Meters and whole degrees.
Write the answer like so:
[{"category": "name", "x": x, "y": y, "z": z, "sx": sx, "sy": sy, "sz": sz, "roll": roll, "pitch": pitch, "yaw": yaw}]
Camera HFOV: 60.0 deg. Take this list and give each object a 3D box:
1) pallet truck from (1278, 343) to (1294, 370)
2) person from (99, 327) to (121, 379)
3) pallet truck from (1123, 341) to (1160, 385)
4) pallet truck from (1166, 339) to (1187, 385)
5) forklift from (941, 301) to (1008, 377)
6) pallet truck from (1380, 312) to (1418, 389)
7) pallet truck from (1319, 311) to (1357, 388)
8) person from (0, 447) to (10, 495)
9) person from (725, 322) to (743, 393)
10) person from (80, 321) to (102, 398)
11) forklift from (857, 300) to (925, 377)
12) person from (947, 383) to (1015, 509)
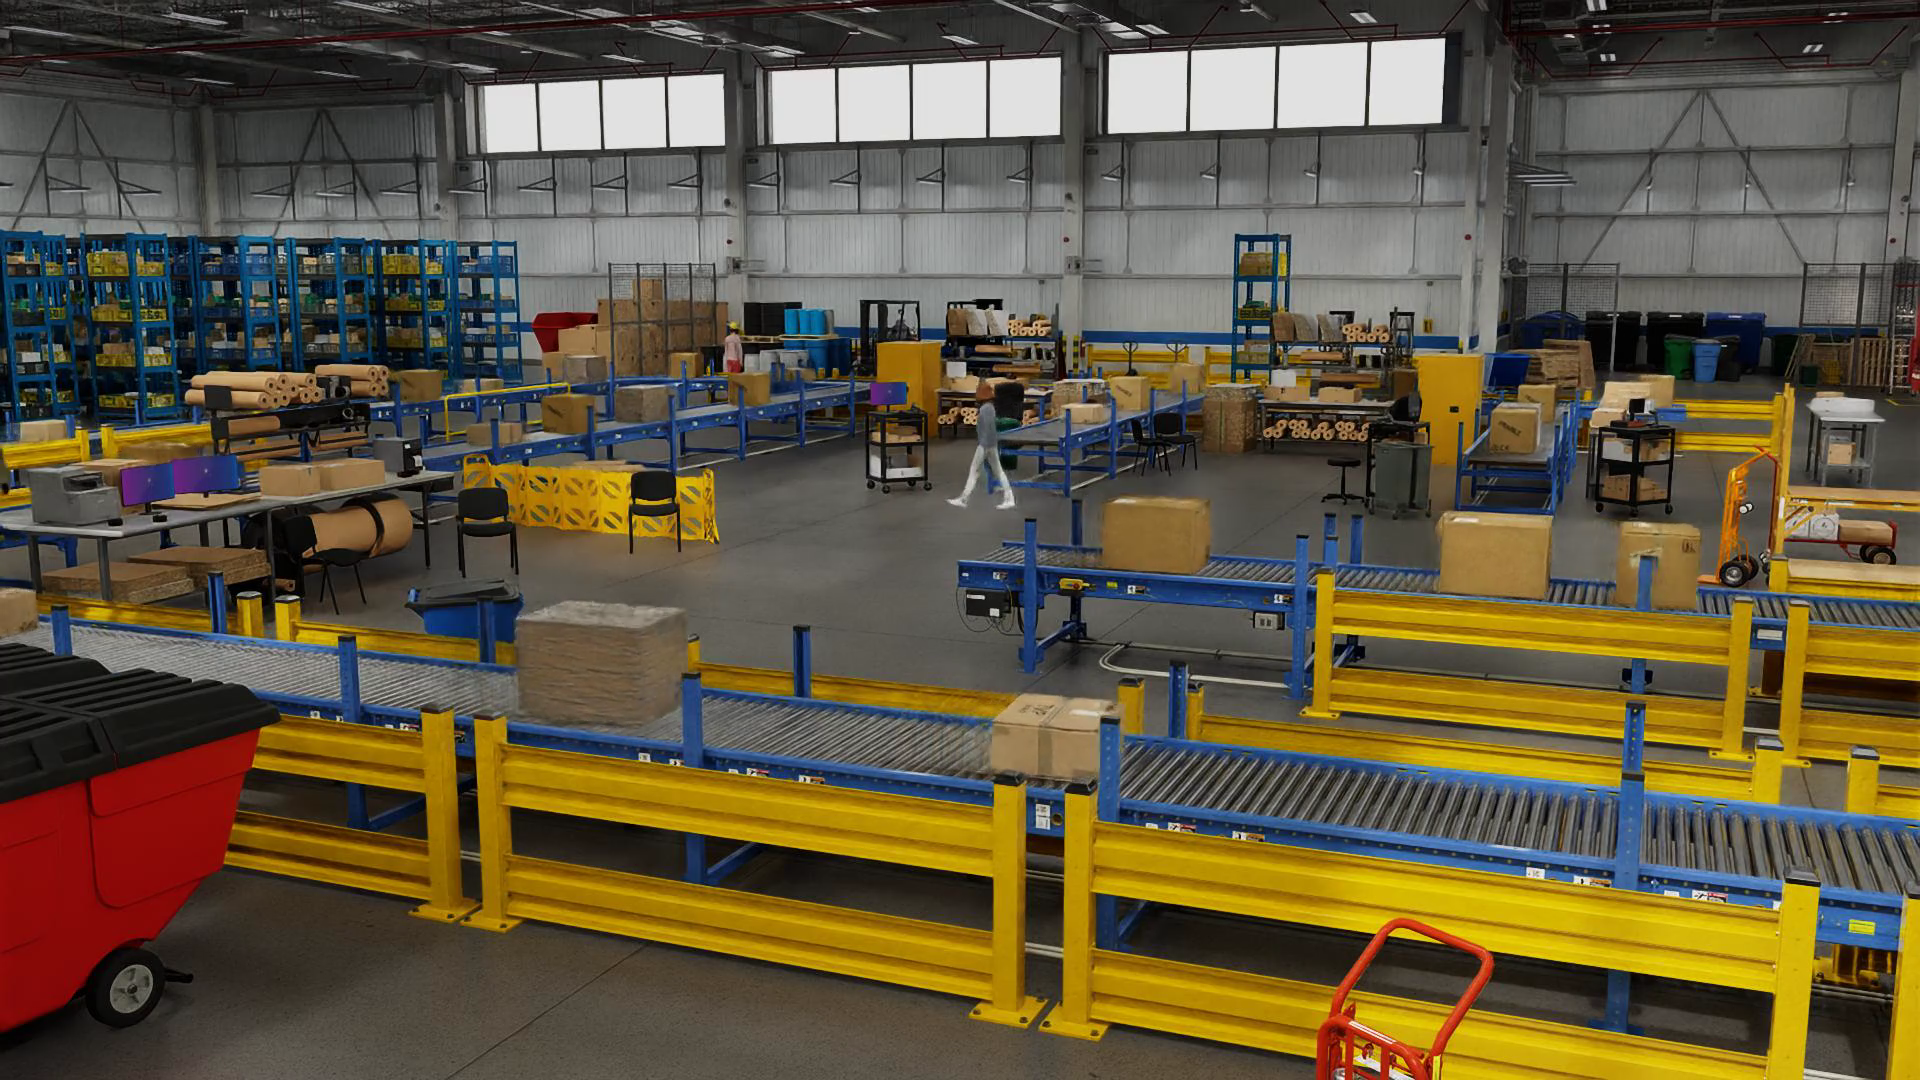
[{"category": "pallet truck", "x": 7.886, "y": -4.163, "z": 39.743, "sx": 0.653, "sy": 1.274, "sz": 1.630, "roll": 4, "pitch": 10, "yaw": 22}, {"category": "person", "x": -19.573, "y": -4.213, "z": 38.440, "sx": 0.571, "sy": 1.835, "sz": 0.518, "roll": 4, "pitch": 10, "yaw": 23}, {"category": "pallet truck", "x": 4.445, "y": -4.380, "z": 41.279, "sx": 0.680, "sy": 1.201, "sz": 1.601, "roll": 4, "pitch": 10, "yaw": 22}, {"category": "pallet truck", "x": 5.418, "y": -4.269, "z": 40.420, "sx": 0.704, "sy": 1.261, "sz": 1.522, "roll": 3, "pitch": 10, "yaw": 20}, {"category": "forklift", "x": 0.365, "y": -4.966, "z": 41.571, "sx": 1.157, "sy": 1.987, "sz": 2.680, "roll": 3, "pitch": 10, "yaw": 20}, {"category": "pallet truck", "x": 10.207, "y": -4.283, "z": 38.369, "sx": 0.823, "sy": 1.965, "sz": 1.885, "roll": 3, "pitch": 10, "yaw": 20}, {"category": "pallet truck", "x": 9.071, "y": -4.419, "z": 39.190, "sx": 0.823, "sy": 1.965, "sz": 1.885, "roll": 5, "pitch": 10, "yaw": 26}, {"category": "person", "x": -9.886, "y": -0.614, "z": 16.700, "sx": 0.600, "sy": 1.818, "sz": 0.426, "roll": 1, "pitch": 9, "yaw": 5}, {"category": "person", "x": -5.107, "y": -4.058, "z": 37.704, "sx": 0.523, "sy": 1.769, "sz": 0.316, "roll": 8, "pitch": 12, "yaw": 40}, {"category": "person", "x": -19.223, "y": -3.985, "z": 36.699, "sx": 0.637, "sy": 1.946, "sz": 0.635, "roll": -7, "pitch": 12, "yaw": -36}, {"category": "forklift", "x": -1.732, "y": -5.109, "z": 42.468, "sx": 1.157, "sy": 1.987, "sz": 2.680, "roll": 4, "pitch": 10, "yaw": 22}, {"category": "person", "x": 0.305, "y": -1.171, "z": 20.742, "sx": 0.873, "sy": 1.584, "sz": 0.524, "roll": 3, "pitch": 10, "yaw": 15}]
